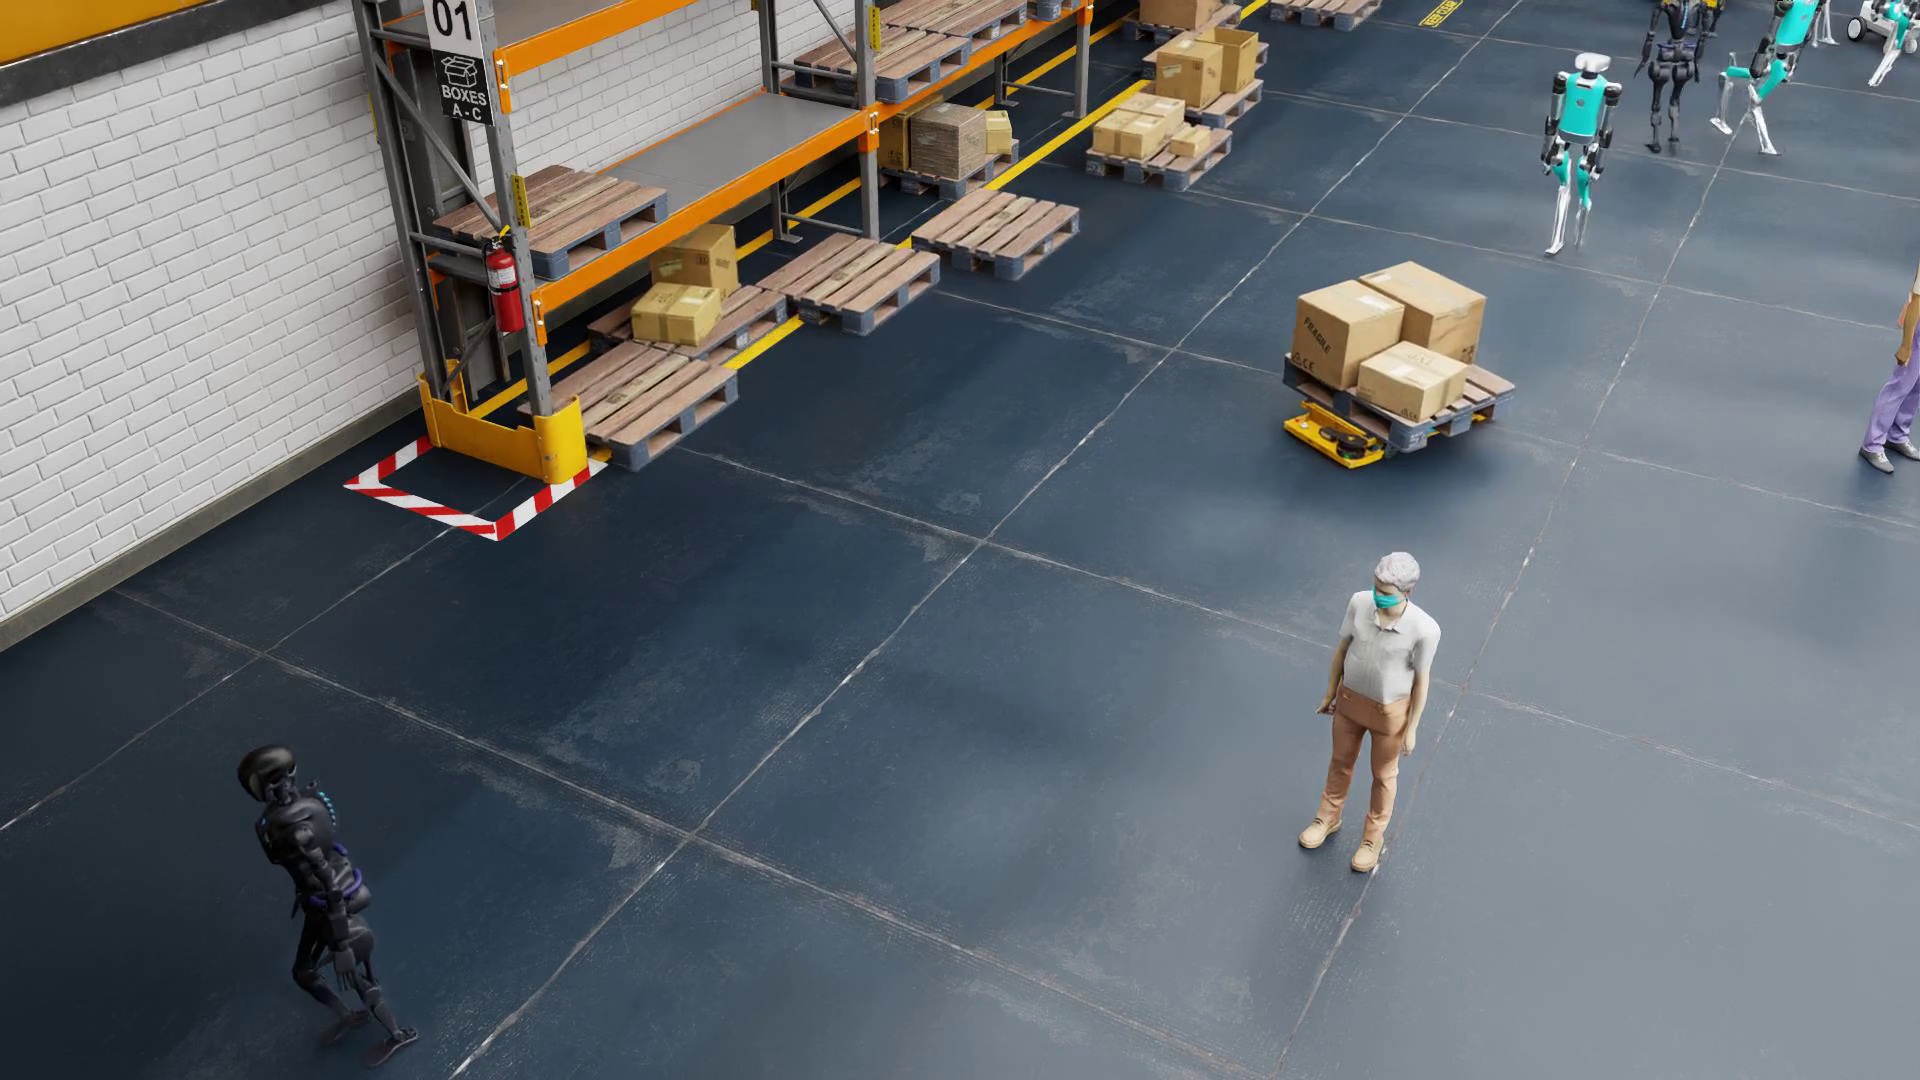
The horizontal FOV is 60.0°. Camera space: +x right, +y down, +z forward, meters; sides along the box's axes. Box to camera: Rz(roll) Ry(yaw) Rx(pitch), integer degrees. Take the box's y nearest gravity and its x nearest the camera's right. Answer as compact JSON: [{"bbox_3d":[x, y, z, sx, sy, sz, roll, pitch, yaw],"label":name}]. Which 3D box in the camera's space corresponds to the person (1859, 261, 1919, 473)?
[{"bbox_3d":[6.254,-1.331,10.731,0.570,1.843,0.375,-16,37,-23],"label":"person"}]

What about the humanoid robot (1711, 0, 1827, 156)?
[{"bbox_3d":[7.544,-4.526,15.709,0.530,1.757,1.052,-12,35,-18],"label":"humanoid robot"}]

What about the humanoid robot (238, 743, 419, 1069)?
[{"bbox_3d":[-2.523,1.478,6.640,0.407,1.643,0.609,-23,40,-31],"label":"humanoid robot"}]

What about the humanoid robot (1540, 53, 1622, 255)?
[{"bbox_3d":[5.062,-3.092,13.603,0.538,1.895,0.749,22,39,29],"label":"humanoid robot"}]

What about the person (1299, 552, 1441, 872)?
[{"bbox_3d":[1.893,0.774,7.644,0.482,1.738,0.319,24,40,31],"label":"person"}]

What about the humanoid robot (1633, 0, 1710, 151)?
[{"bbox_3d":[6.734,-4.520,15.721,0.595,1.644,0.394,2,34,3],"label":"humanoid robot"}]

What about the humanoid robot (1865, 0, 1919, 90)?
[{"bbox_3d":[9.765,-5.528,17.192,1.019,1.737,0.538,-27,42,-35],"label":"humanoid robot"}]

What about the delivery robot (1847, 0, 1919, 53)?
[{"bbox_3d":[10.429,-5.806,18.691,0.499,0.614,0.808,-5,34,-8],"label":"delivery robot"}]

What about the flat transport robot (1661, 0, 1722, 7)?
[{"bbox_3d":[8.970,-6.875,20.549,0.659,0.231,1.431,7,34,11],"label":"flat transport robot"}]

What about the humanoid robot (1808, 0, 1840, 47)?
[{"bbox_3d":[9.764,-6.324,18.421,0.530,1.820,0.697,-20,39,-28],"label":"humanoid robot"}]

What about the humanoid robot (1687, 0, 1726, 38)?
[{"bbox_3d":[8.597,-6.496,18.708,0.598,1.638,0.346,18,37,25],"label":"humanoid robot"}]

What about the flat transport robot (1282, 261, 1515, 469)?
[{"bbox_3d":[2.996,-0.889,11.493,1.431,0.231,0.659,-20,38,-27],"label":"flat transport robot"}]
